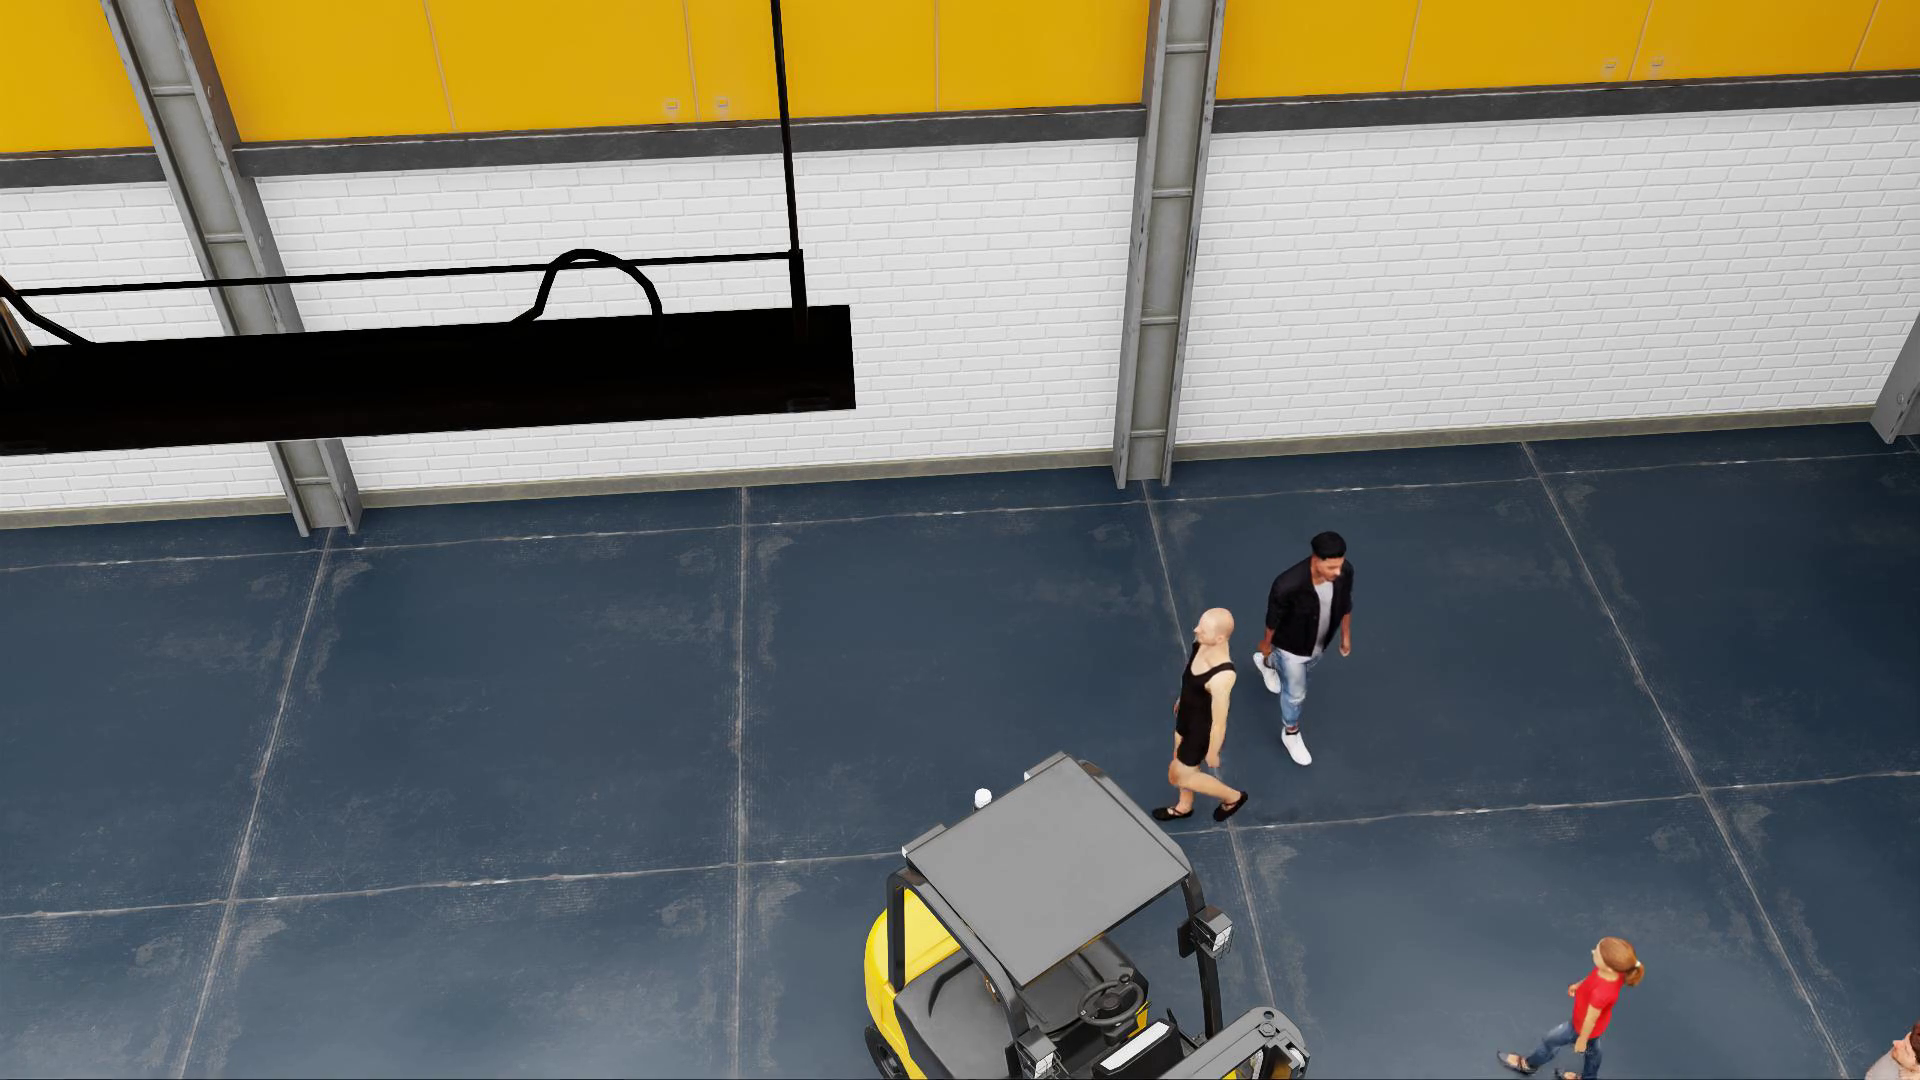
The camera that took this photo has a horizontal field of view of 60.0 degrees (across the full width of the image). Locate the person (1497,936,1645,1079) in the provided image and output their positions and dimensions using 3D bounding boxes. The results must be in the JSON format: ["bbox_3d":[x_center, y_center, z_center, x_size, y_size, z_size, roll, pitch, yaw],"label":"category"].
[{"bbox_3d":[3.291,2.481,8.523,0.805,1.292,0.727,27,50,26],"label":"person"}]

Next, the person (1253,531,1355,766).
[{"bbox_3d":[2.066,0.517,10.239,1.131,1.769,1.017,-19,47,-19],"label":"person"}]

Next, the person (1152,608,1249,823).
[{"bbox_3d":[1.476,1.049,9.656,0.774,1.803,0.657,-2,44,-3],"label":"person"}]
